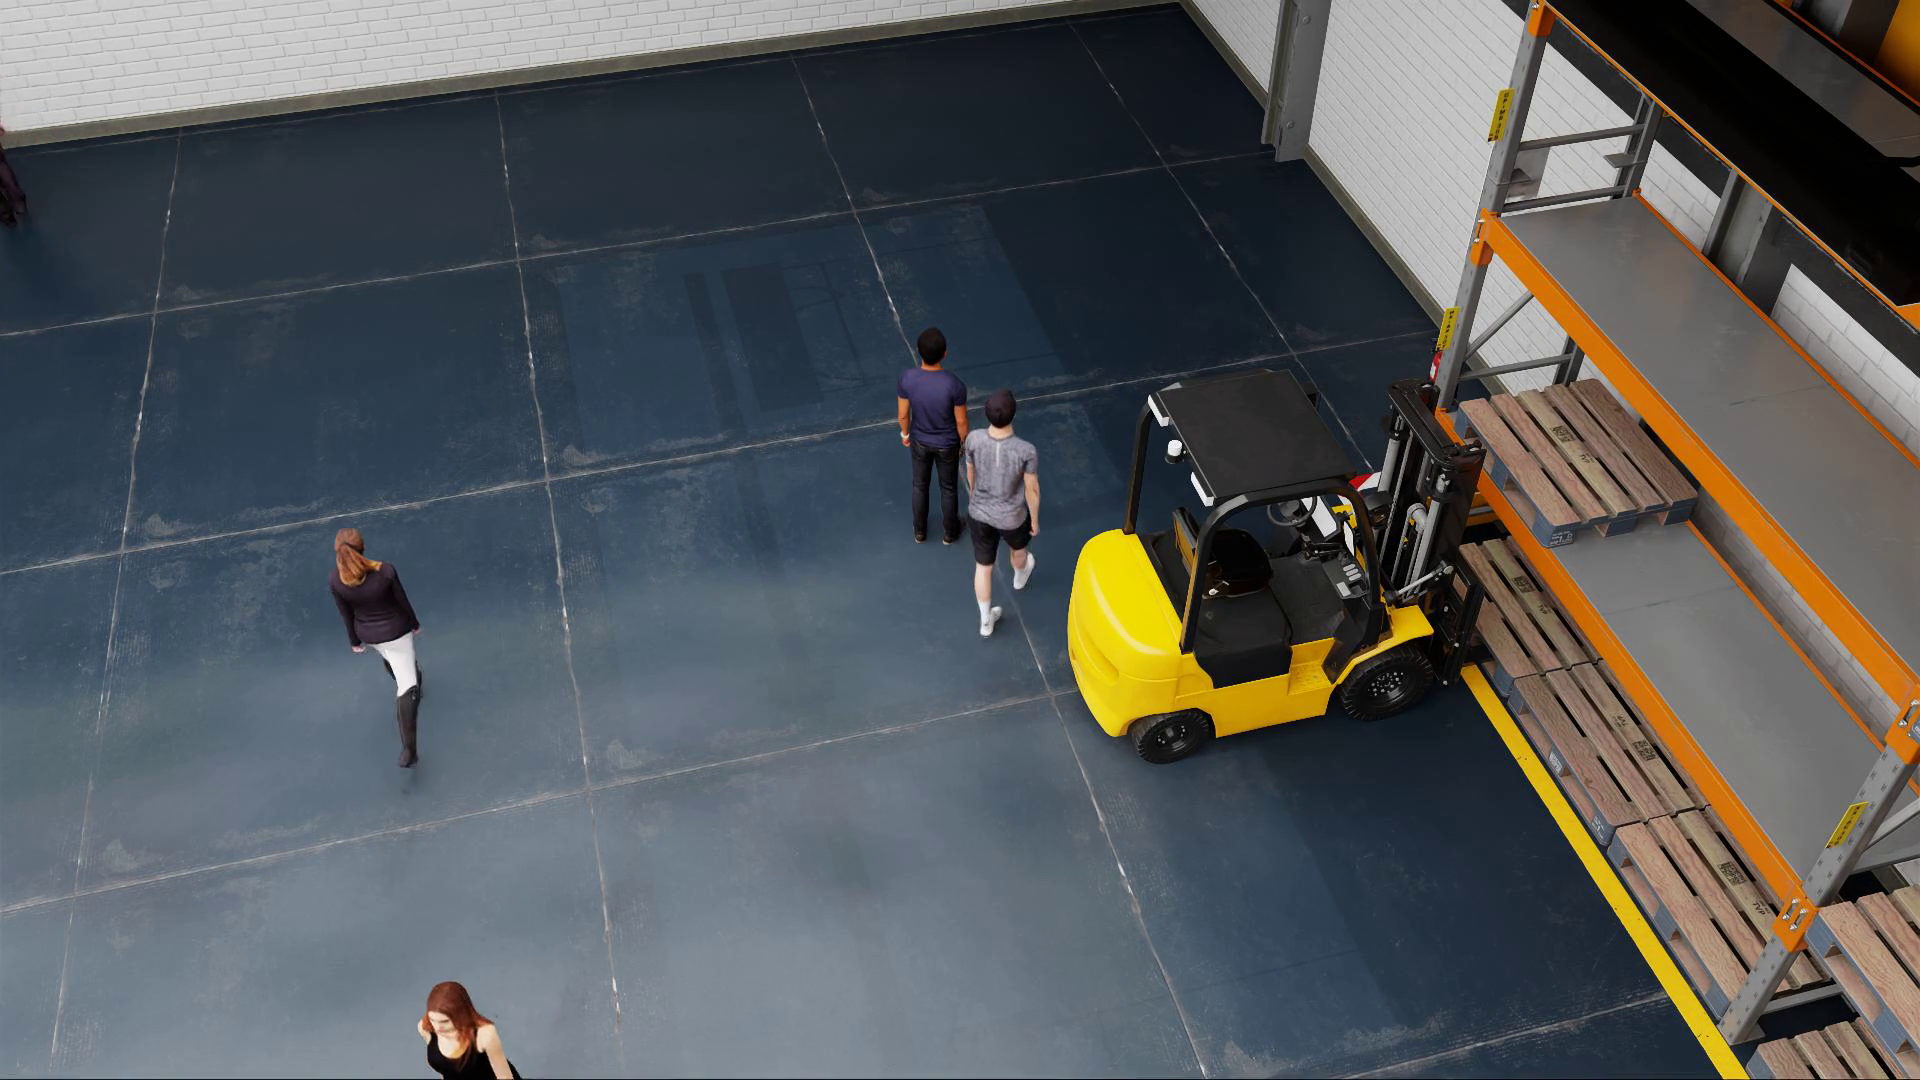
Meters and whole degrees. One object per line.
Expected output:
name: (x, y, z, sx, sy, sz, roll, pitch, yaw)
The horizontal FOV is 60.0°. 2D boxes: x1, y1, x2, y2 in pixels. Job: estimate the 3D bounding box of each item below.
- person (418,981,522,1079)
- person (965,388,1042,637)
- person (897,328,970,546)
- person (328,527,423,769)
person: (-2.257, 2.570, 8.026, 0.899, 1.680, 1.199, 6, 44, 6)
person: (0.224, -0.123, 10.728, 1.023, 1.851, 1.156, 13, 45, 13)
person: (-0.180, -0.686, 11.361, 0.713, 1.793, 0.680, 7, 44, 7)
person: (-3.468, 0.638, 10.043, 0.682, 1.695, 1.198, -4, 44, -4)
